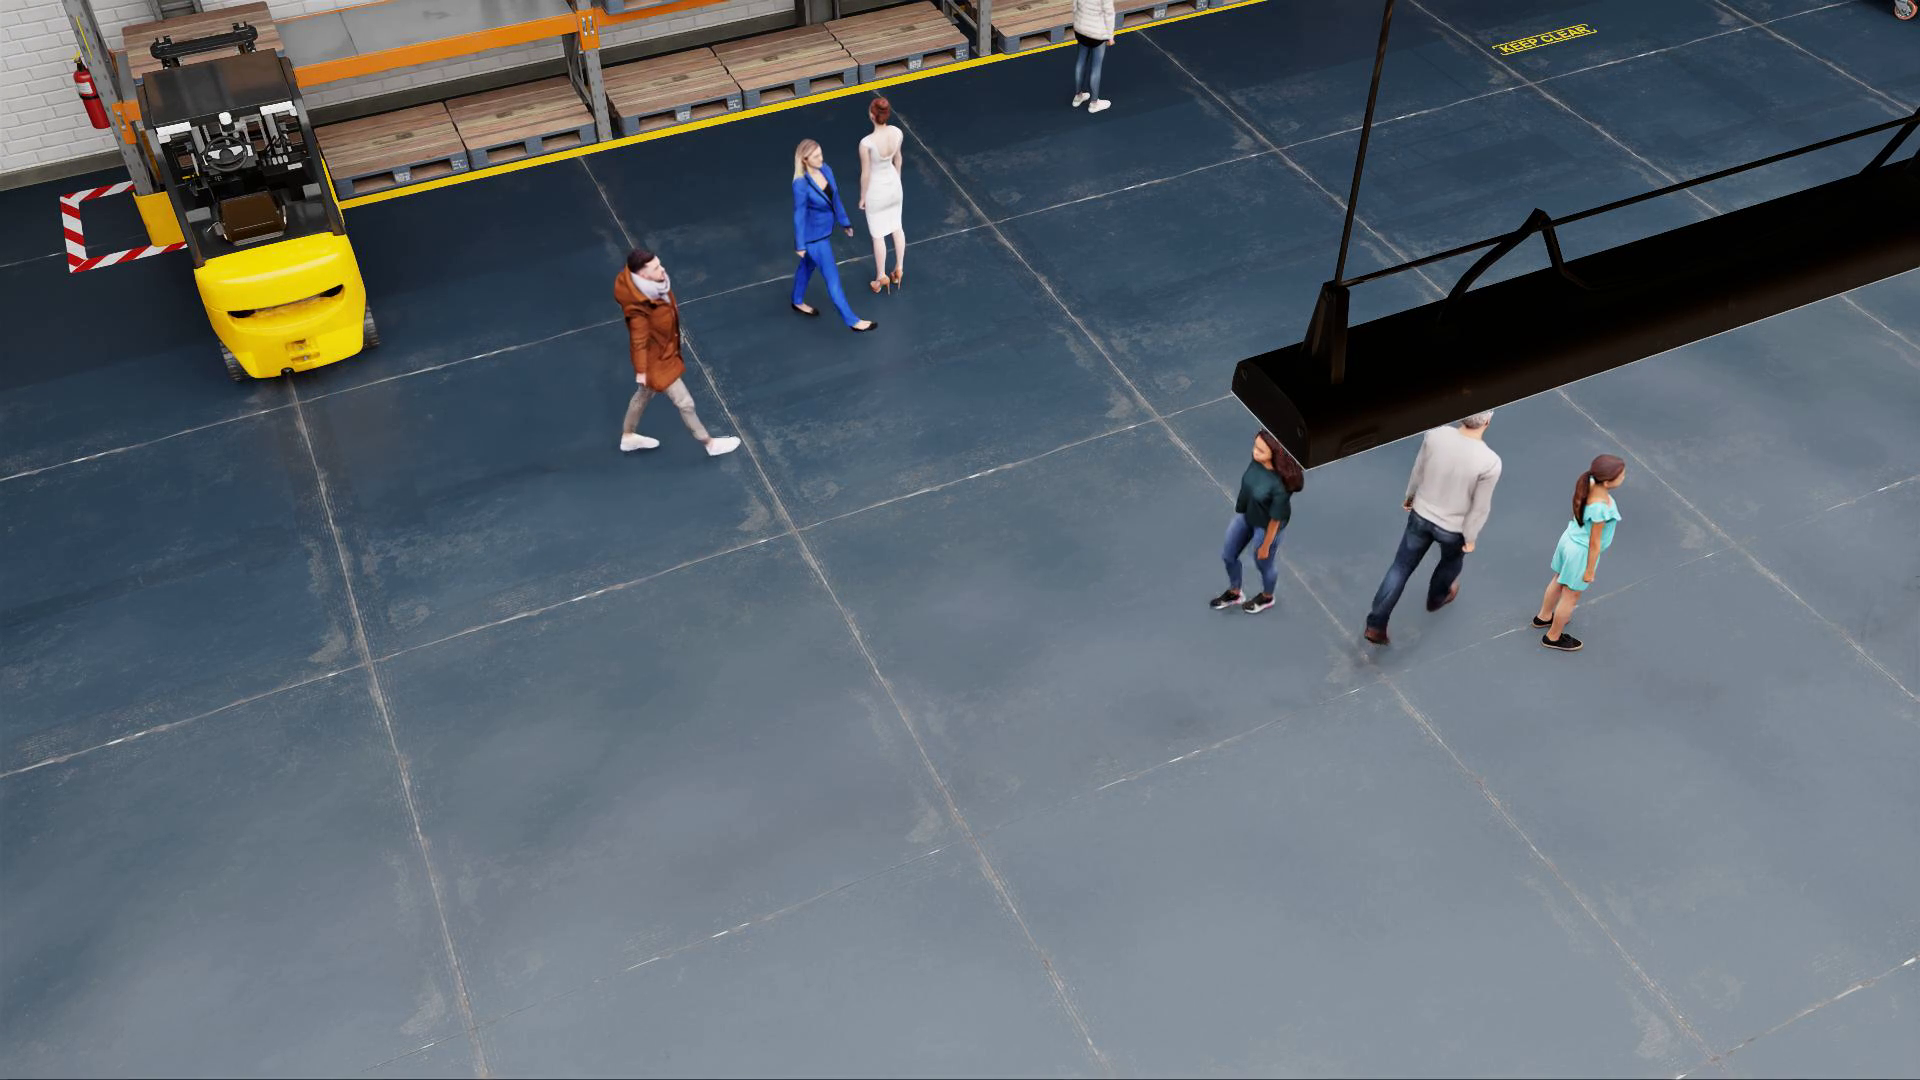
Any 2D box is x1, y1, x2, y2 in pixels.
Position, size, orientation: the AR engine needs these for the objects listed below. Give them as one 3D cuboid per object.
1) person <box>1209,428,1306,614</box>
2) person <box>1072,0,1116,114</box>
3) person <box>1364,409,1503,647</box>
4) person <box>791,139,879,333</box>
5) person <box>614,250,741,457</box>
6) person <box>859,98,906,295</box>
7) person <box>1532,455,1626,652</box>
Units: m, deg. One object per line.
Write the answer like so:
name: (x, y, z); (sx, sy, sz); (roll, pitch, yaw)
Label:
person: (2.036, -0.129, 10.810); (0.687, 1.597, 0.614); (-15, 46, -15)
person: (1.253, -4.852, 15.739); (0.701, 1.637, 0.683); (31, 52, 29)
person: (3.006, -0.078, 10.561); (1.043, 1.867, 1.347); (34, 53, 30)
person: (-1.220, -2.428, 13.174); (1.126, 1.665, 1.078); (15, 46, 15)
person: (-2.261, -1.290, 11.892); (1.214, 1.785, 0.912); (-6, 44, -6)
person: (-0.617, -2.783, 13.454); (0.481, 1.793, 0.664); (-28, 50, -26)
person: (3.970, 0.061, 10.639); (0.651, 1.558, 0.628); (-1, 44, -2)
